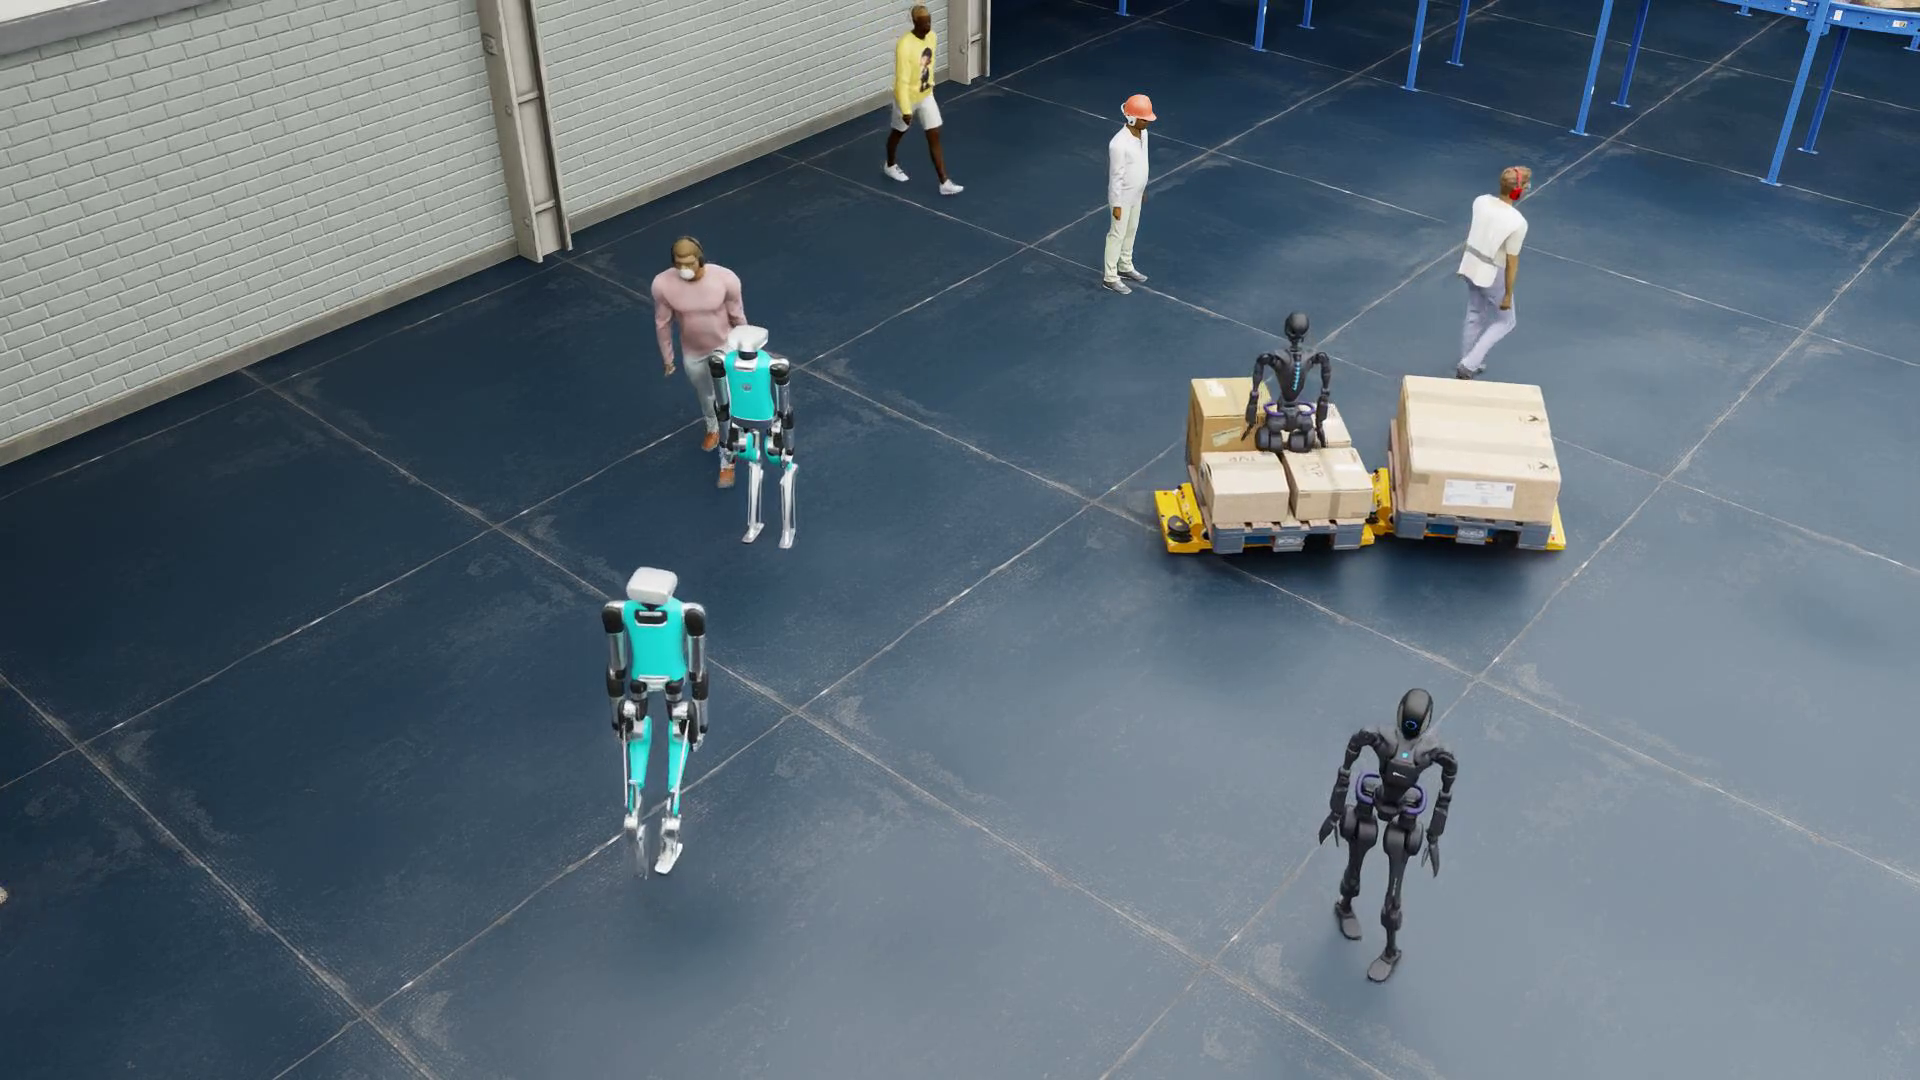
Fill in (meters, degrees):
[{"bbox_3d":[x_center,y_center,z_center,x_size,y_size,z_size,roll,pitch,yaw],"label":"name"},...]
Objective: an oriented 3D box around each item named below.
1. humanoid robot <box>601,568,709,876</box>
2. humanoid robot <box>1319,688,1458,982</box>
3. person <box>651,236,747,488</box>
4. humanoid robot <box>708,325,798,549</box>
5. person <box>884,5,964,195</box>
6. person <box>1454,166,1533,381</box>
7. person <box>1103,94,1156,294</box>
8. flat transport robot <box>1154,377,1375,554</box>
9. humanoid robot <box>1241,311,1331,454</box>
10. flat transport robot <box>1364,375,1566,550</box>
[{"bbox_3d":[-1.581,1.092,8.663,0.537,1.840,0.806,1,35,1],"label":"humanoid robot"},{"bbox_3d":[2.084,1.419,8.182,0.599,1.639,0.487,10,37,14],"label":"humanoid robot"},{"bbox_3d":[-1.842,-1.325,11.873,0.630,1.877,0.964,2,36,3],"label":"person"},{"bbox_3d":[-1.308,-0.743,11.132,0.534,1.737,0.722,6,36,8],"label":"humanoid robot"},{"bbox_3d":[-0.405,-4.247,15.998,0.564,1.825,1.063,-29,44,-34],"label":"person"},{"bbox_3d":[4.100,-2.033,12.899,0.445,1.832,0.594,-16,38,-21],"label":"person"},{"bbox_3d":[1.469,-2.983,14.305,0.347,1.743,0.561,19,40,25],"label":"person"},{"bbox_3d":[2.122,-0.190,11.655,1.431,0.231,0.659,-2,36,-3],"label":"flat transport robot"},{"bbox_3d":[2.196,-0.764,11.253,0.612,1.636,0.520,-3,36,-4],"label":"humanoid robot"},{"bbox_3d":[3.498,-0.242,11.728,1.431,0.231,0.659,5,36,8],"label":"flat transport robot"}]
